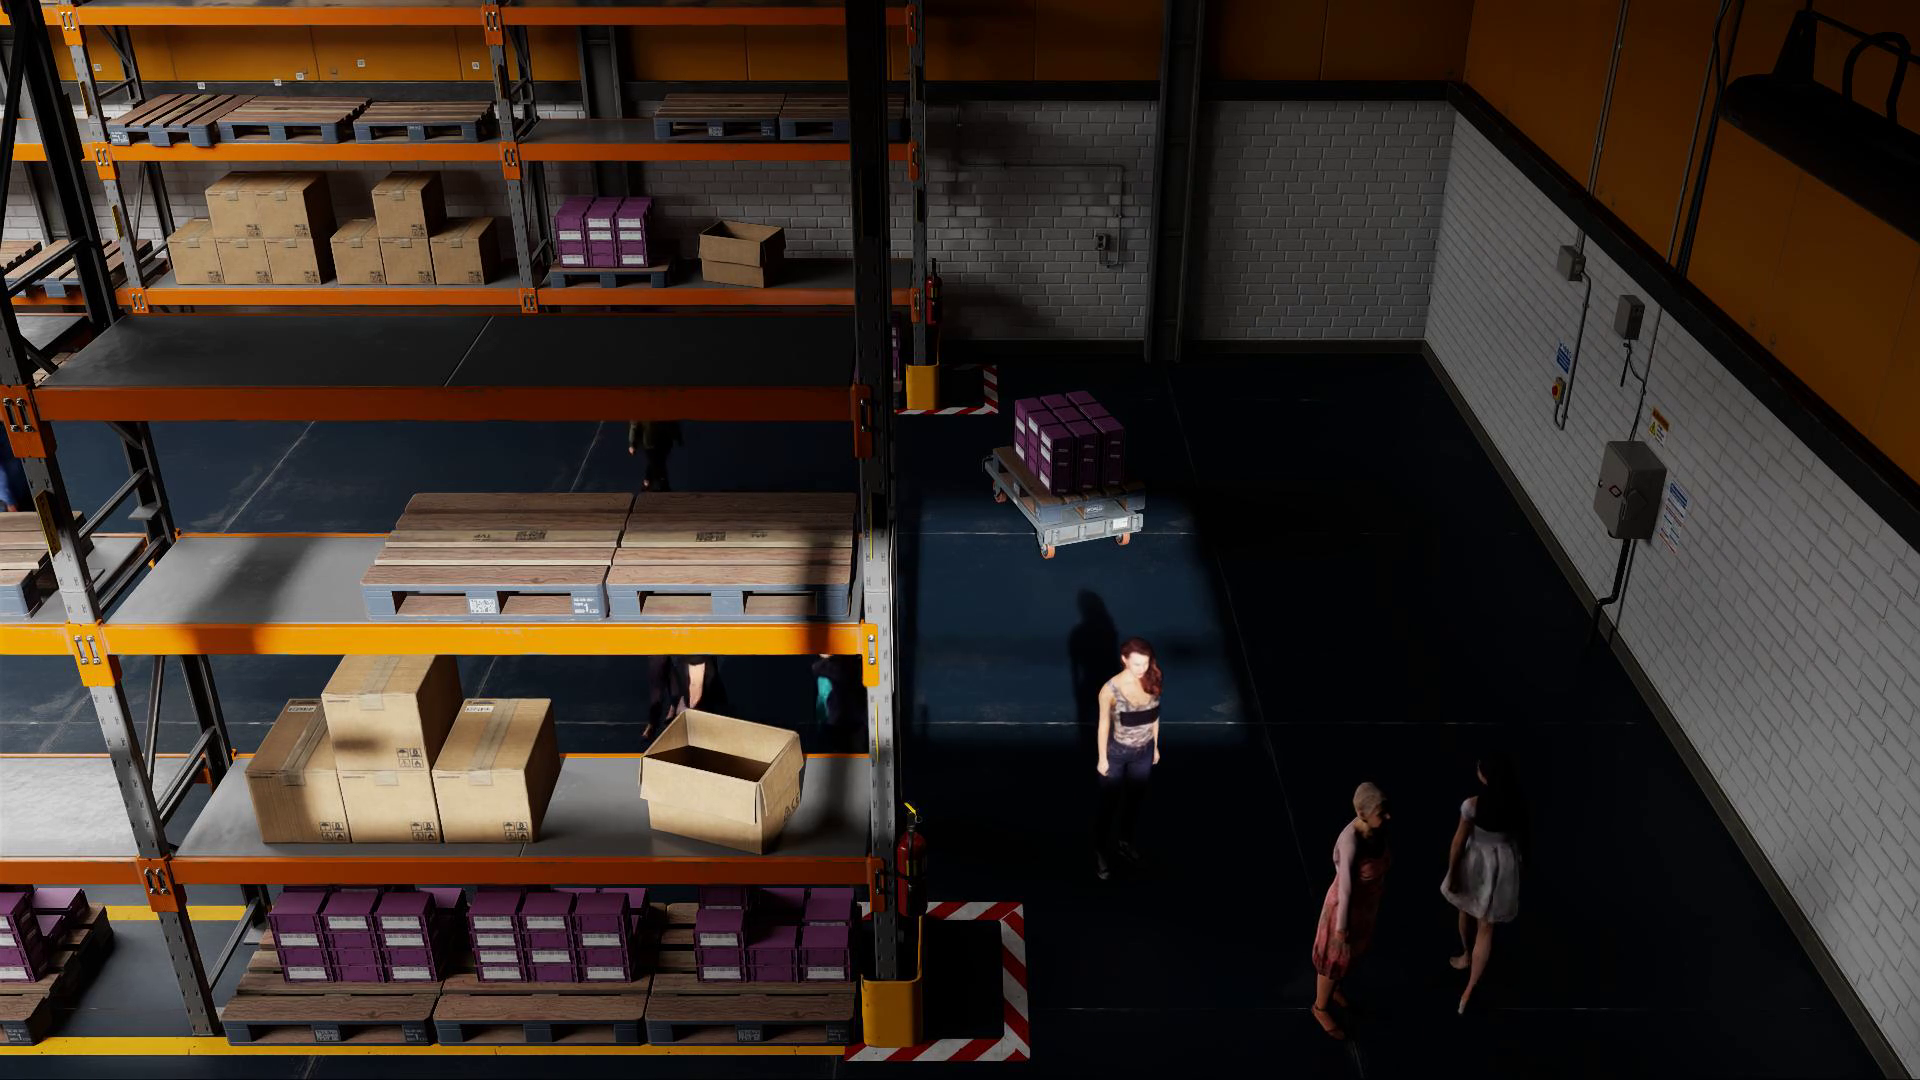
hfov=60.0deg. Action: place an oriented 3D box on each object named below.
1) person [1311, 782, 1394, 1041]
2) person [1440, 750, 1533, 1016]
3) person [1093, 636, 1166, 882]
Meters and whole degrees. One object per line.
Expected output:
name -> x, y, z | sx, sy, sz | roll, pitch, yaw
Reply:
person -> 2.224, 2.073, 9.446 | 0.743, 1.690, 0.699 | 19, 34, 31
person -> 3.026, 1.982, 9.556 | 0.652, 1.744, 0.736 | 4, 29, 7
person -> 1.065, 1.370, 10.652 | 0.628, 1.769, 0.752 | -12, 31, -21
